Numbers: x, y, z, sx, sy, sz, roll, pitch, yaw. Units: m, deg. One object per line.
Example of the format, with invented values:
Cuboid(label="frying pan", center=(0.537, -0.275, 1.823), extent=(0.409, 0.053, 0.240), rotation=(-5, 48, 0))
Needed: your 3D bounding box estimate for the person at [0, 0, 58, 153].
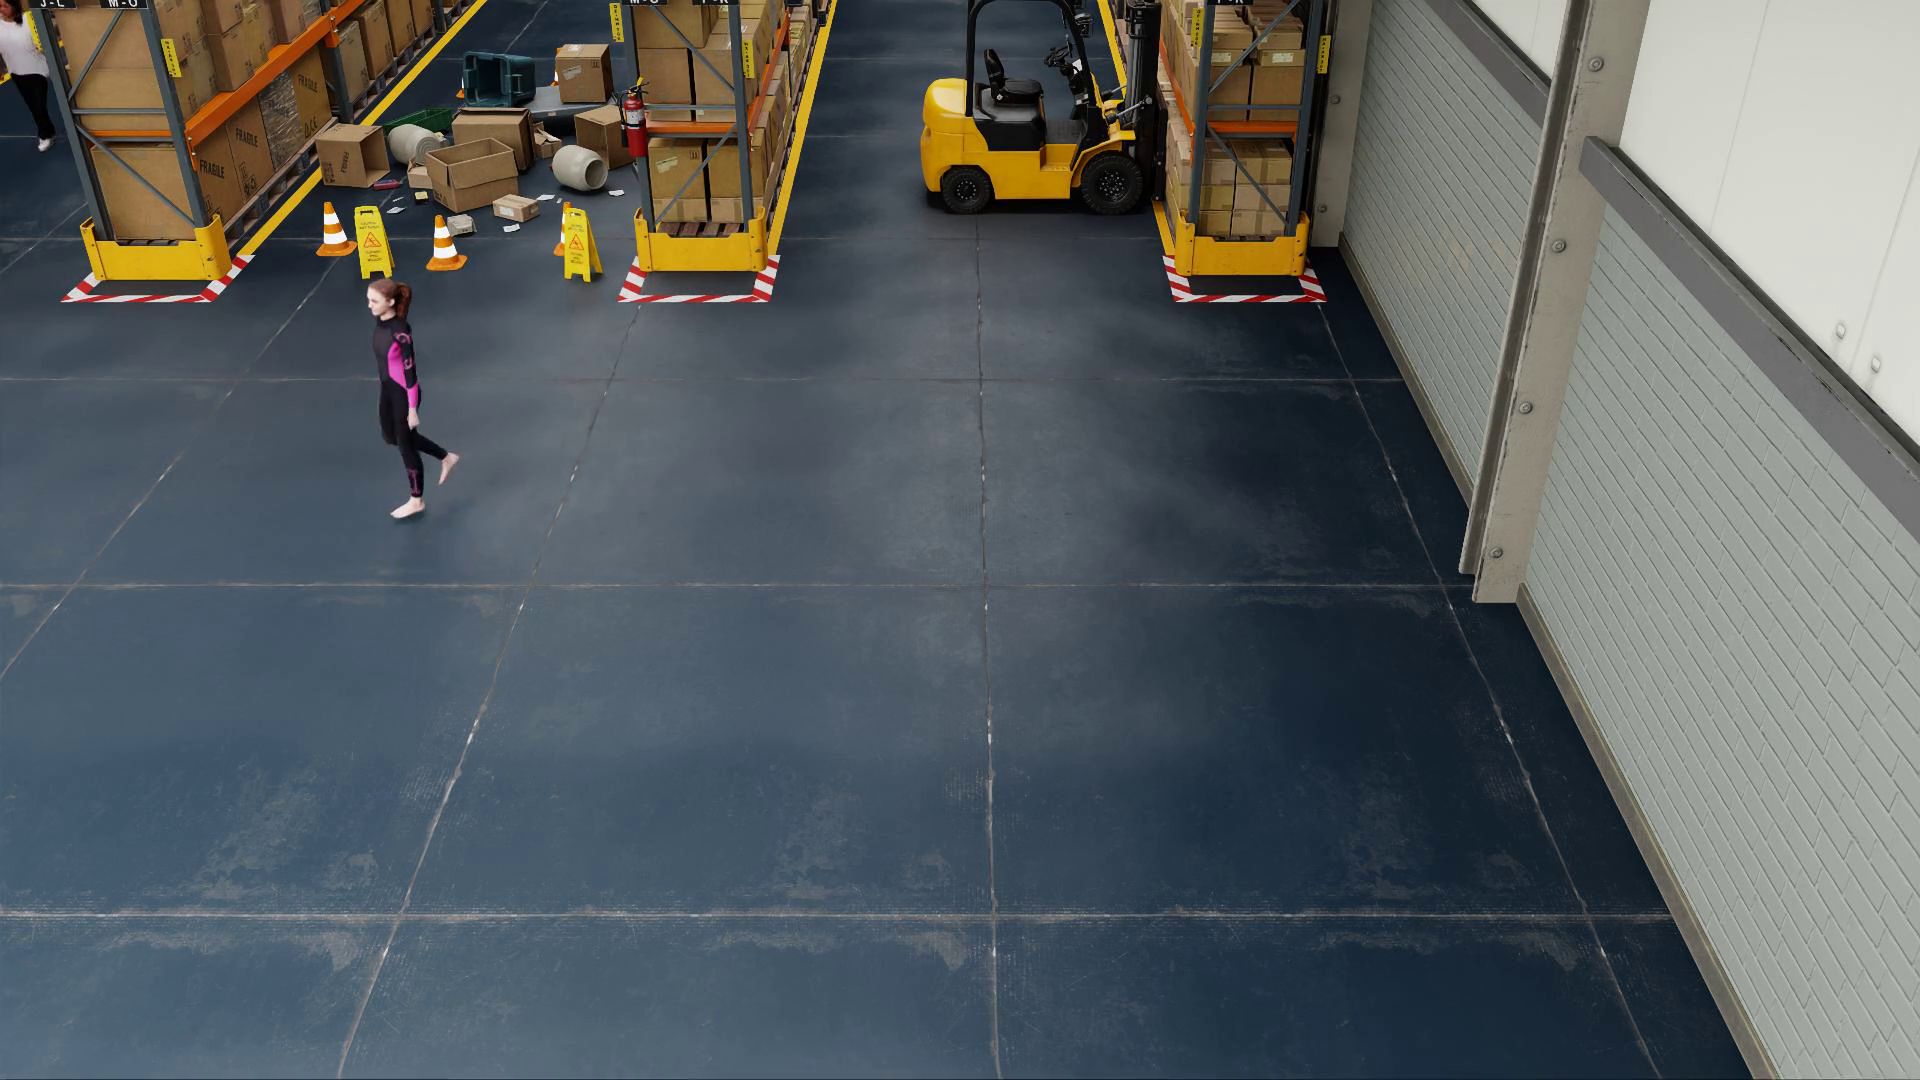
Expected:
Cuboid(label="person", center=(-10.011, -5.097, 17.922), extent=(0.739, 1.668, 0.820), rotation=(6, 33, 10))

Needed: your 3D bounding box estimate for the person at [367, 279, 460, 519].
Cuboid(label="person", center=(-3.745, -0.996, 11.353), extent=(0.899, 1.741, 0.857), rotation=(-25, 40, -33))
